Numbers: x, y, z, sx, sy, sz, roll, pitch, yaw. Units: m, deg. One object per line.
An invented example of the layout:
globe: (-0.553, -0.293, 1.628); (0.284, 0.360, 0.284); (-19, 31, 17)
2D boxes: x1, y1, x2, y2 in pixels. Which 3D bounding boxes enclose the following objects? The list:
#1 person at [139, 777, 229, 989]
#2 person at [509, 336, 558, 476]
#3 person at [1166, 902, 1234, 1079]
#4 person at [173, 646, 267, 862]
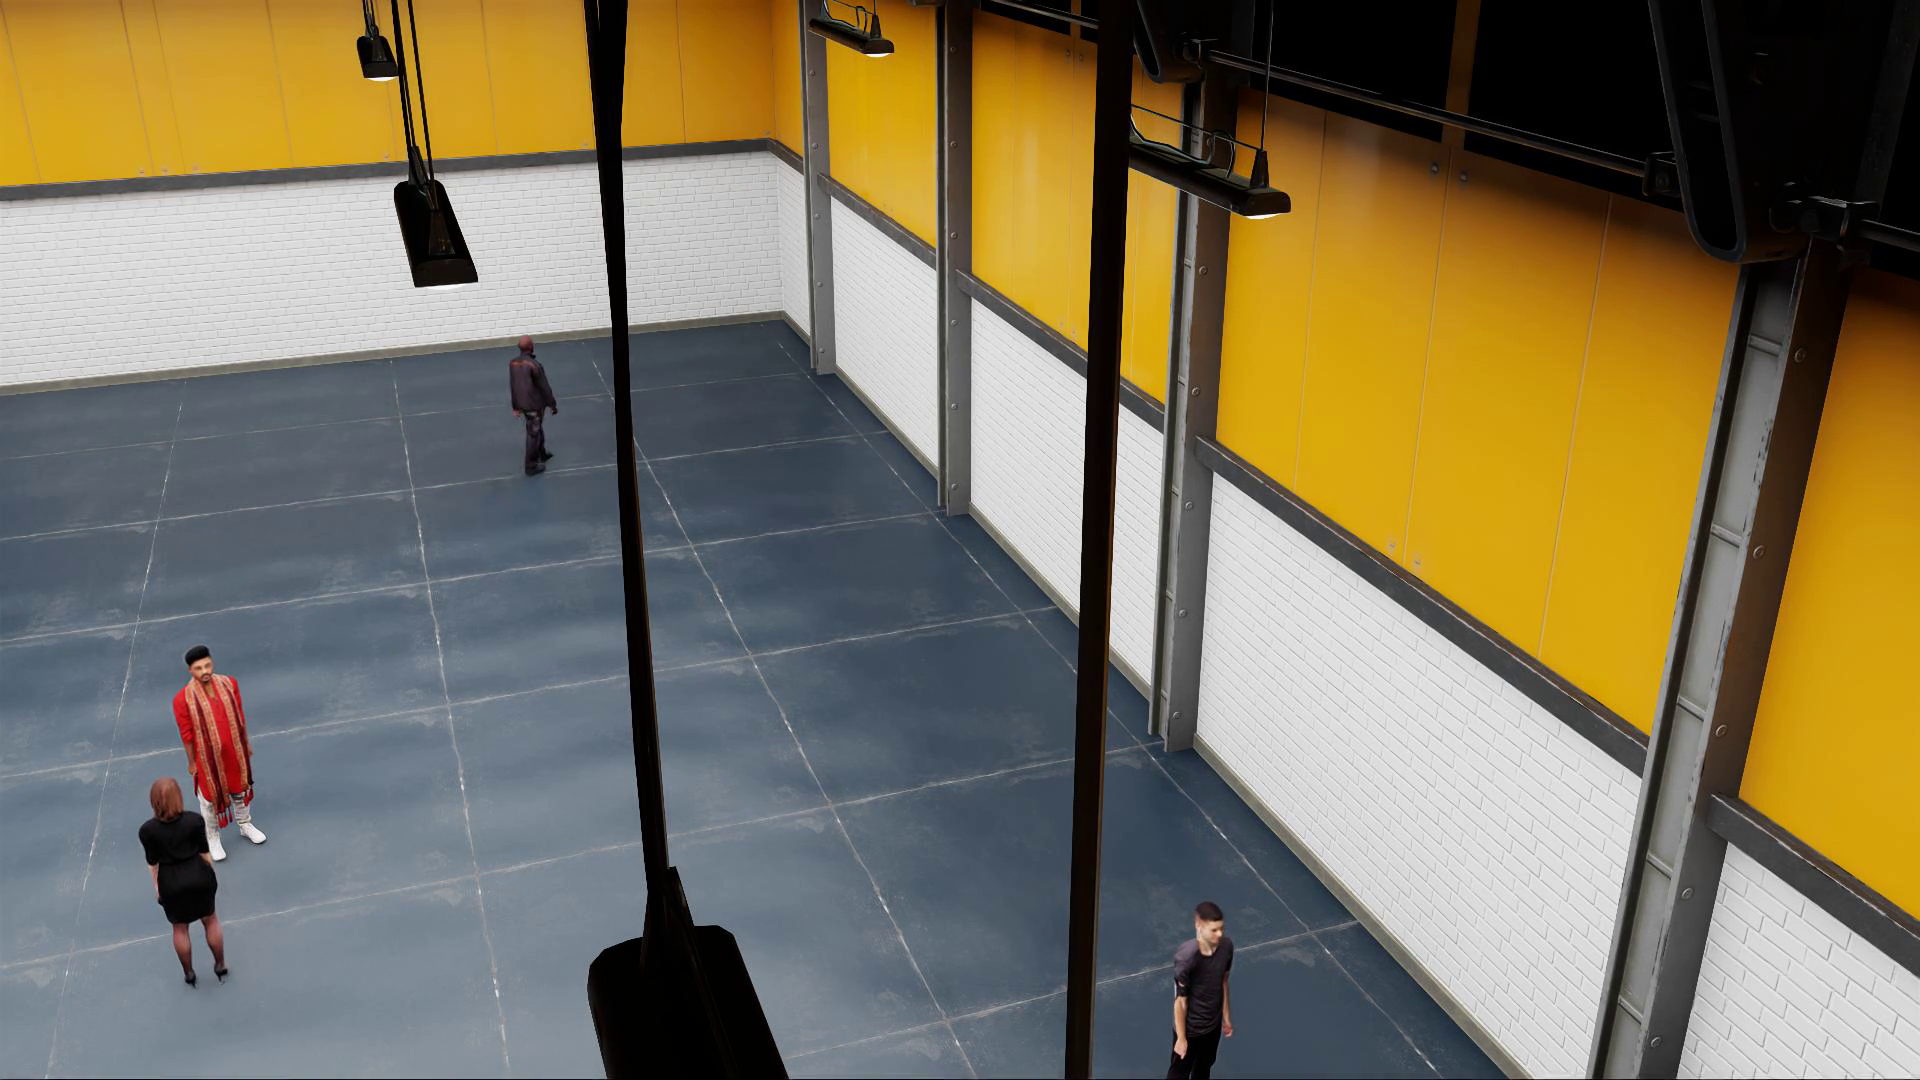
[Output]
person: (-5.608, 2.478, 12.035); (0.603, 1.703, 0.525); (-12, 26, -25)
person: (-5.608, -1.711, 21.494); (1.008, 1.803, 1.049); (14, 27, 28)
person: (1.524, 3.065, 10.618); (0.692, 1.764, 0.652); (-17, 29, -33)
person: (-6.087, 1.696, 13.605); (0.766, 1.881, 0.777); (21, 31, 39)
